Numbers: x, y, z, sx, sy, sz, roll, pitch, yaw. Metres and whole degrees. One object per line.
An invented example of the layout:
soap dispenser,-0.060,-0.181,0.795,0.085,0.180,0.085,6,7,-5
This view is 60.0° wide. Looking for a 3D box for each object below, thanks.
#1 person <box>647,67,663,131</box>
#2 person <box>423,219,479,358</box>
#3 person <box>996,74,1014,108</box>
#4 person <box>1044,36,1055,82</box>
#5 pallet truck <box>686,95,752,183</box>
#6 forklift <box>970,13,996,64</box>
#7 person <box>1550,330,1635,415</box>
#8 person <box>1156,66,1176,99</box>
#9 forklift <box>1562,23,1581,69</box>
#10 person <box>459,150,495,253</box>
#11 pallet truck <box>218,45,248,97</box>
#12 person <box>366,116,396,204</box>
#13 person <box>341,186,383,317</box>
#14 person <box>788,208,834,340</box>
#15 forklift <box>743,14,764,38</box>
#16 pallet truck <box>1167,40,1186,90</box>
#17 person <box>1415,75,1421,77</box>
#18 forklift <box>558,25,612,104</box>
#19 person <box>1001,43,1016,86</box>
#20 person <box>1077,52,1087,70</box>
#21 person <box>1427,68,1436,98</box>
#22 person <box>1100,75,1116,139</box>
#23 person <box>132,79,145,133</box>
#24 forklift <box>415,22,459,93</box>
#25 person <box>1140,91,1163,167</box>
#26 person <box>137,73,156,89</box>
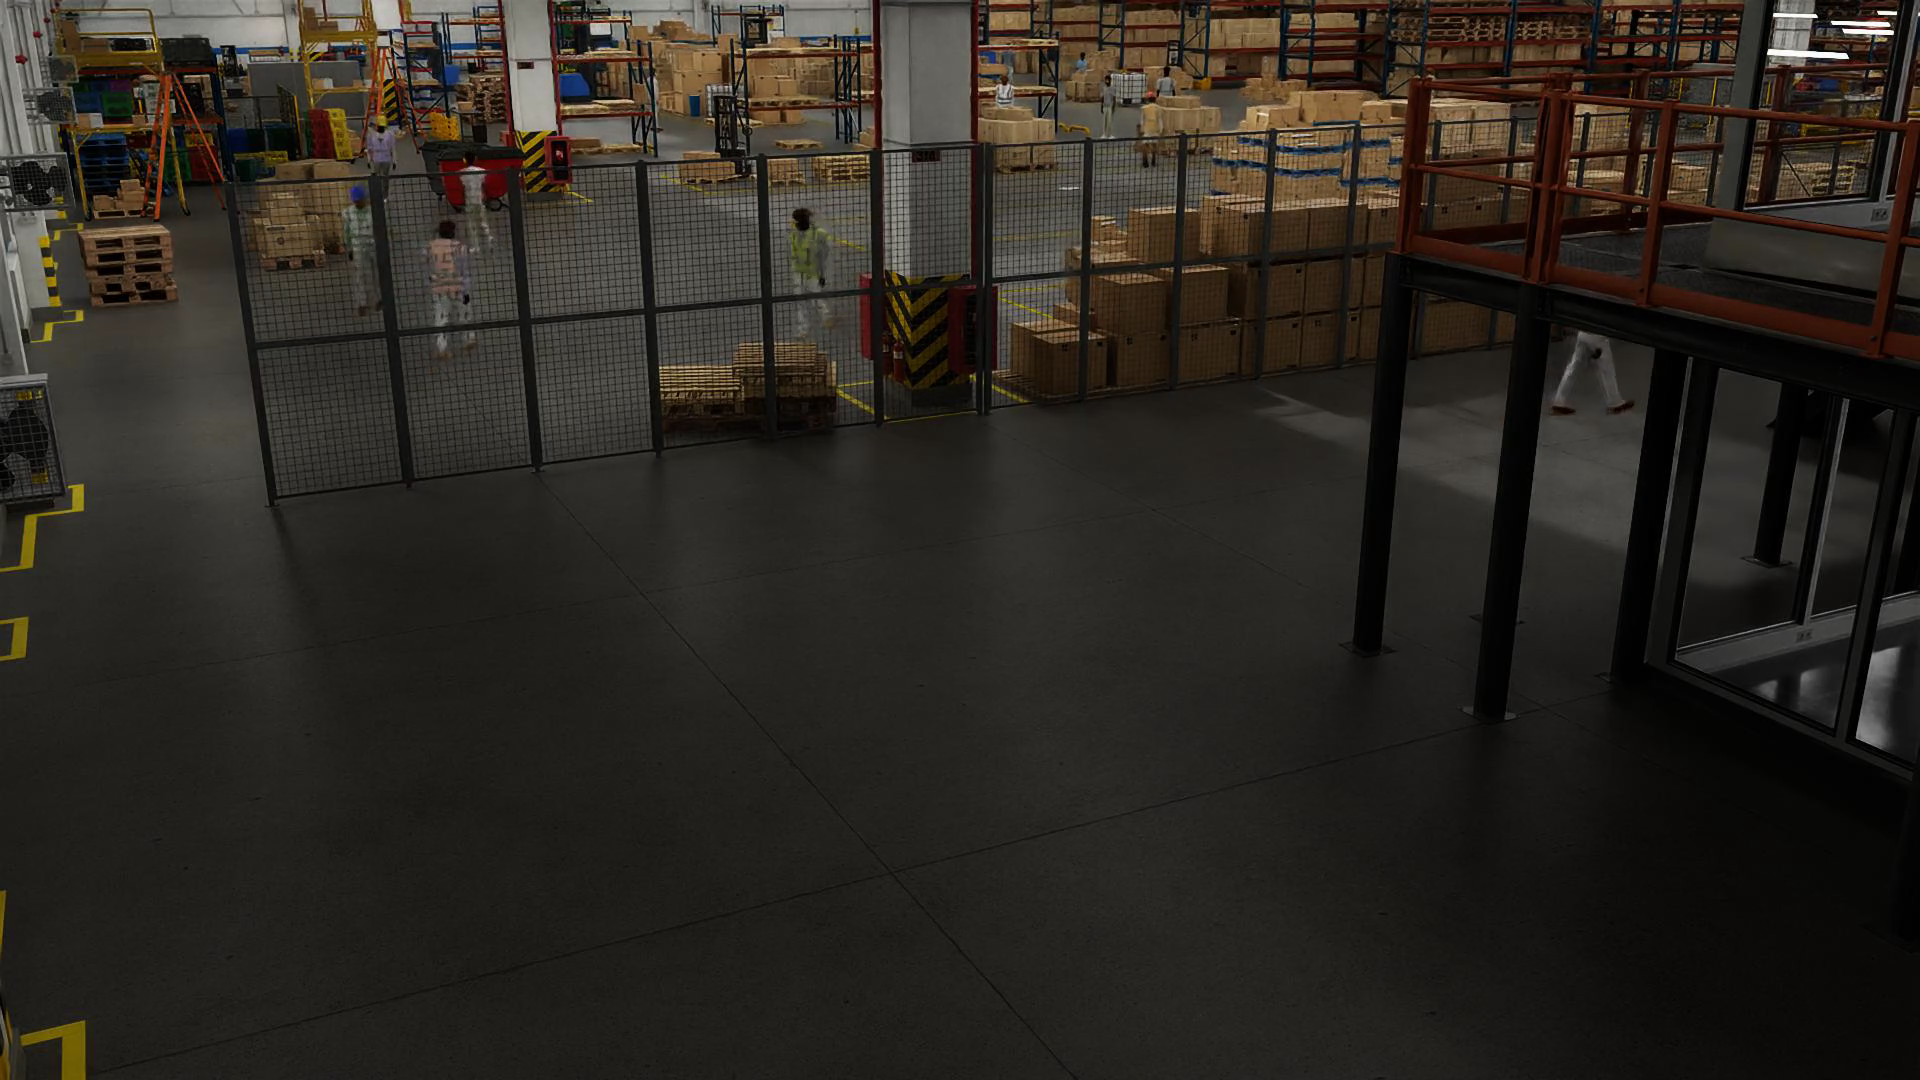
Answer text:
person,-9.582,-13.808,52.121,0.356,1.937,0.638,-11,22,-28
person,-6.727,-3.331,21.972,0.620,1.797,0.963,0,19,1
person,1.328,-12.965,49.760,0.573,1.883,0.353,7,20,20
person,4.049,-21.459,74.247,0.626,1.973,0.527,-15,24,-38
pallet truck,-5.836,-9.608,39.856,0.823,1.965,1.885,10,22,27
forklift,0.882,-23.716,79.418,1.129,2.768,1.873,-9,21,-25
person,7.275,-2.307,18.942,0.989,1.832,0.578,-5,20,-13
person,6.471,-13.903,52.353,0.614,1.963,0.362,0,19,-1
forklift,24.023,-19.106,66.054,1.873,2.768,1.129,-9,21,-25
person,-8.648,-6.026,29.714,0.508,1.848,0.647,-17,25,-40
pallet truck,-28.879,-18.665,66.111,0.823,1.965,1.885,-3,19,-9
person,-12.448,-8.168,35.838,0.610,1.885,0.841,-7,20,-20
person,-8.748,-4.253,24.490,0.607,1.888,0.979,-4,20,-13
person,-2.074,-3.687,22.963,0.630,1.820,0.617,10,21,27
forklift,-9.687,-23.327,78.290,1.129,2.768,1.873,-9,21,-25
pallet truck,9.045,-19.971,69.895,0.823,1.965,1.885,-3,19,-8
person,14.031,-13.394,51.188,0.530,1.769,0.321,-18,26,-41
forklift,-14.229,-17.863,62.452,1.873,2.768,1.129,-9,21,-25
person,1.994,-19.573,68.831,0.632,1.940,0.372,3,19,9
person,4.844,-18.856,67.174,0.538,1.669,0.762,-14,23,-35
person,16.101,-15.371,57.099,0.514,1.642,0.310,-16,25,-39
person,4.429,-12.933,49.712,0.507,1.860,0.325,14,24,35
person,-25.374,-13.405,51.418,0.522,1.631,0.324,6,20,16
forklift,-21.421,-19.530,67.284,1.129,2.768,1.873,14,23,35
person,4.919,-10.554,42.775,0.590,1.895,0.906,3,19,10
person,-26.646,-14.625,54.540,0.791,1.897,0.604,17,25,40
